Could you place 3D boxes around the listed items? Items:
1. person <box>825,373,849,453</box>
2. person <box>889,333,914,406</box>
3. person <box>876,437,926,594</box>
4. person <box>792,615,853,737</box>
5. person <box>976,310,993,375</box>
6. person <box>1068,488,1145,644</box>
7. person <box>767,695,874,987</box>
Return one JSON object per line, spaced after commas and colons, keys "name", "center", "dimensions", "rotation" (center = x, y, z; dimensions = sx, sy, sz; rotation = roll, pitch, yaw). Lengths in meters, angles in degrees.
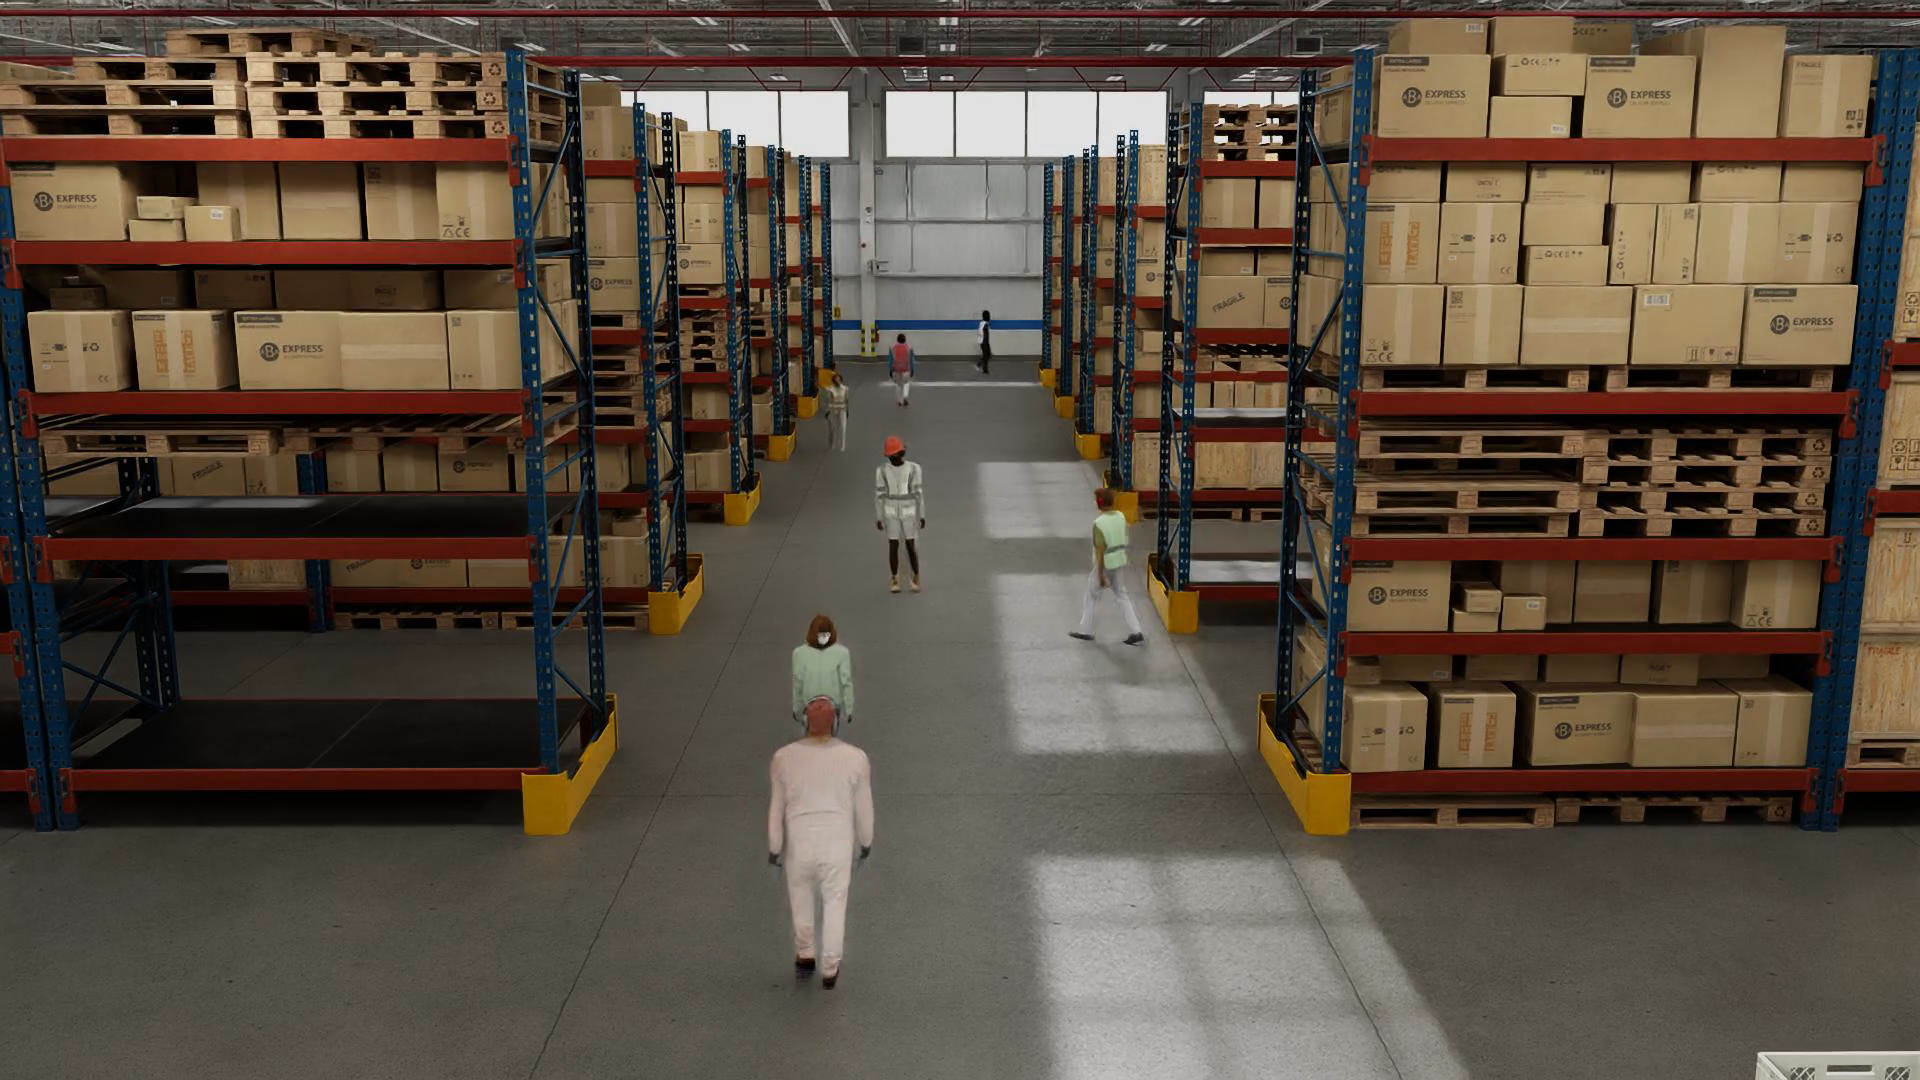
{"name": "person", "center": [-2.511, -2.605, 33.783], "dimensions": [0.524, 1.611, 0.754], "rotation": [-3, 12, -15]}
{"name": "person", "center": [-1.451, -4.222, 41.239], "dimensions": [0.627, 1.832, 0.449], "rotation": [0, 11, 1]}
{"name": "person", "center": [-0.773, -0.321, 21.420], "dimensions": [0.629, 2.027, 0.465], "rotation": [3, 12, 13]}
{"name": "person", "center": [-1.154, 1.399, 13.982], "dimensions": [0.506, 1.587, 0.876], "rotation": [-1, 11, -6]}
{"name": "person", "center": [0.746, -5.789, 48.798], "dimensions": [0.440, 1.908, 0.613], "rotation": [-2, 12, -11]}
{"name": "person", "center": [1.710, 0.299, 18.921], "dimensions": [0.911, 1.802, 0.571], "rotation": [11, 16, 43]}
{"name": "person", "center": [-0.891, 1.907, 10.711], "dimensions": [0.681, 1.886, 0.574], "rotation": [-1, 11, -5]}
